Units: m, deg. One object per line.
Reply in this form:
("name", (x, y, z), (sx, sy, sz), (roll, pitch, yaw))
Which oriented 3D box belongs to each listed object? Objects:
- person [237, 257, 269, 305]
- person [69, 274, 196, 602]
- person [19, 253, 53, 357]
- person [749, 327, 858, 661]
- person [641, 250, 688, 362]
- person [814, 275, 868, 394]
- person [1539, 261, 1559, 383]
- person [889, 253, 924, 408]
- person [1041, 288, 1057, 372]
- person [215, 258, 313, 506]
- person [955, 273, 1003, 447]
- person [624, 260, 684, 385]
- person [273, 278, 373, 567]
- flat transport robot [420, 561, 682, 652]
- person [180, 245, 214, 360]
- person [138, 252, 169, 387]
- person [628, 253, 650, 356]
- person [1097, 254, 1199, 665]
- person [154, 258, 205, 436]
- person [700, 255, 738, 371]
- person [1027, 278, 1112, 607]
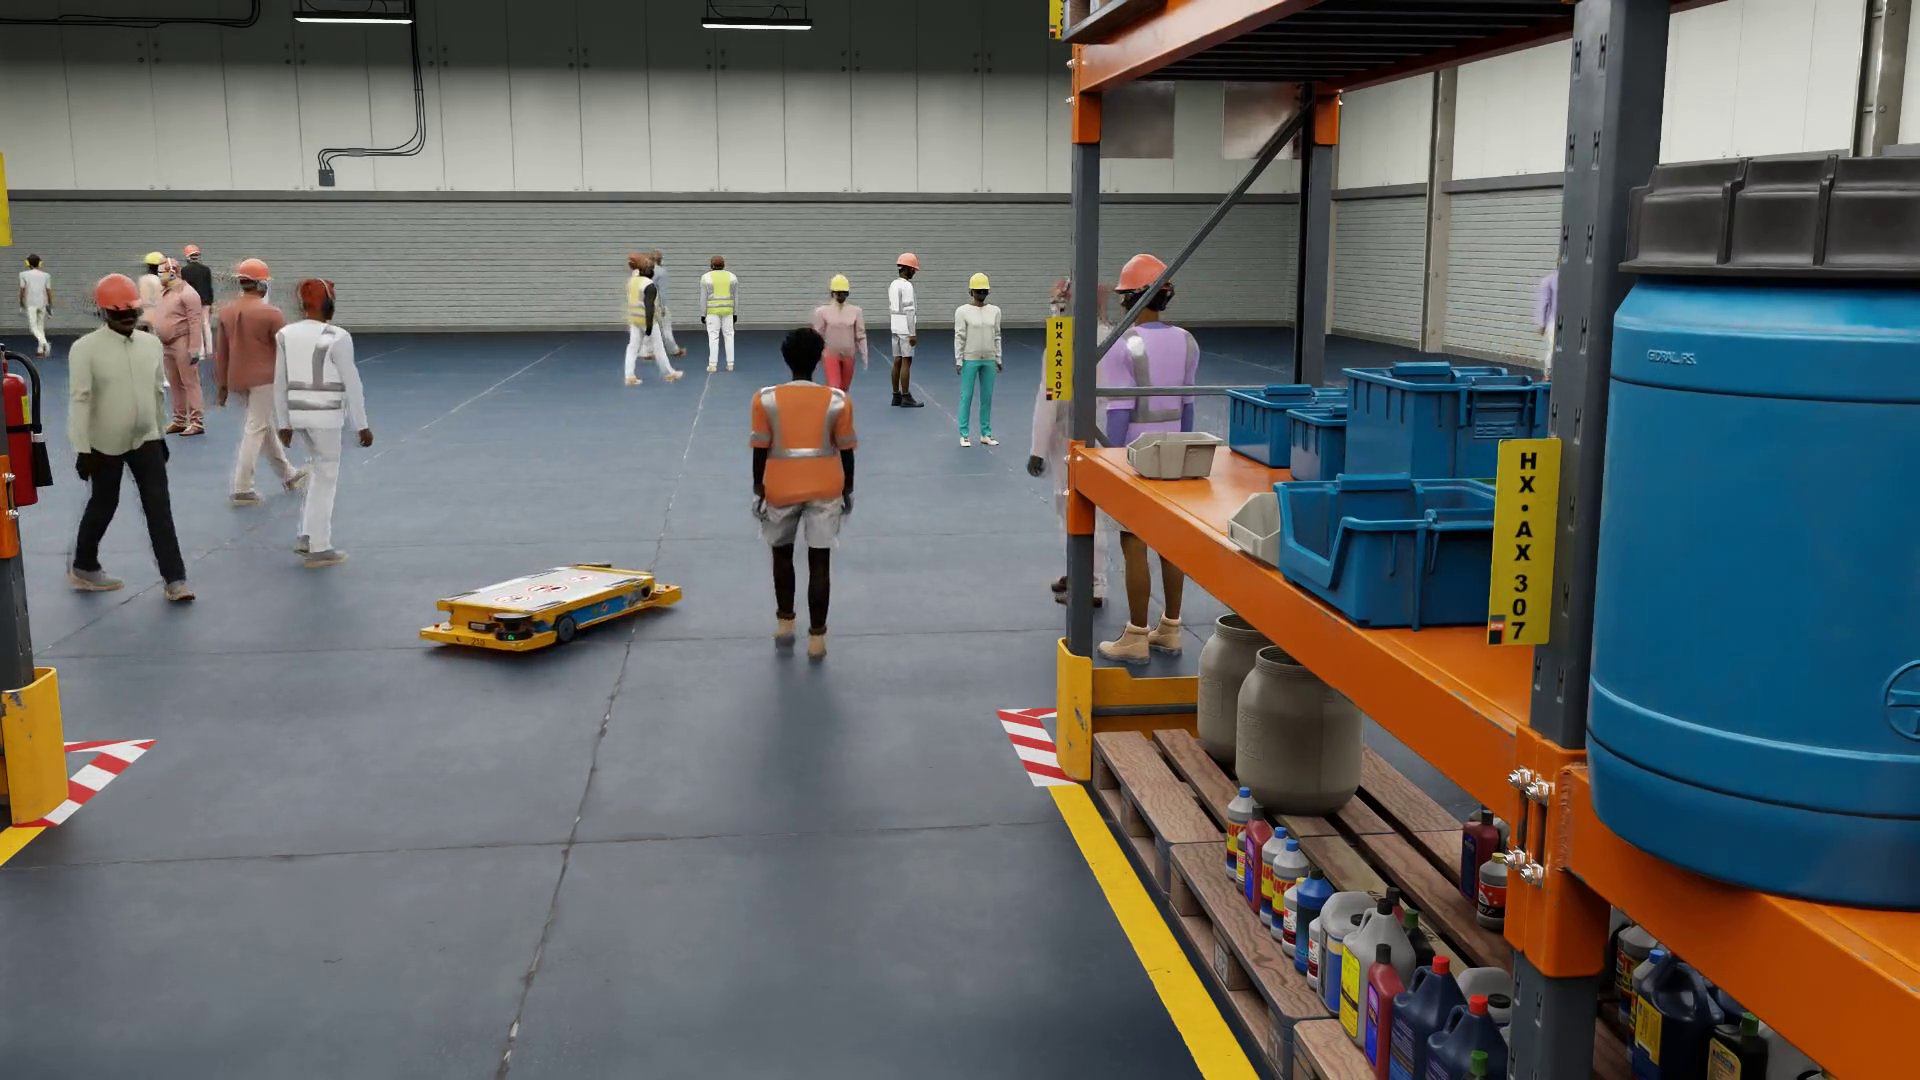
("person", (-10.316, -3.209, 24.308), (0.429, 1.845, 0.621), (-8, 13, -38))
("person", (-4.953, -0.599, 9.807), (1.024, 1.929, 0.683), (6, 12, 32))
("person", (-16.233, -4.116, 29.258), (0.749, 1.853, 0.521), (8, 13, 39))
("person", (-0.800, -0.250, 8.551), (0.550, 1.668, 0.709), (-1, 10, -6))
("person", (-5.144, -4.013, 28.566), (0.660, 1.893, 0.976), (8, 13, 38))
("person", (-1.234, -1.912, 17.506), (0.549, 1.714, 0.891), (-4, 11, -20))
("person", (8.244, -2.950, 22.683), (0.630, 1.925, 0.434), (0, 10, 0))
("person", (-0.681, -2.627, 20.884), (0.368, 1.929, 0.542), (-5, 12, -27))
("person", (1.031, -1.908, 17.815), (0.620, 1.613, 0.502), (5, 11, 25))
("person", (-5.594, -1.286, 13.456), (0.649, 1.944, 1.014), (4, 11, 22))
("person", (0.199, -1.831, 16.965), (0.535, 1.767, 0.316), (-5, 11, -25))
("person", (-4.503, -3.156, 24.129), (0.947, 1.790, 0.637), (-10, 14, -43))
("person", (-4.159, -0.761, 10.836), (0.581, 1.867, 0.495), (5, 12, 27))
("flat transport robot", (-2.212, 0.344, 9.140), (0.652, 0.197, 1.431), (5, 11, 25))
("person", (-13.325, -4.126, 28.991), (0.429, 1.983, 0.648), (4, 11, 21))
("person", (-11.411, -3.130, 23.683), (0.590, 1.914, 0.409), (8, 13, 37))
("person", (-5.766, -4.215, 29.830), (0.347, 1.852, 0.727), (-1, 10, -5))
("person", (0.912, -0.401, 8.365), (0.615, 2.041, 0.387), (-9, 14, -40))
("person", (-8.444, -2.074, 17.928), (0.640, 1.904, 0.401), (7, 12, 33))
("person", (-3.839, -3.609, 26.500), (0.625, 1.846, 0.429), (-5, 11, -24))
("person", (0.614, -0.562, 9.644), (0.643, 1.887, 0.661), (8, 13, 37))
